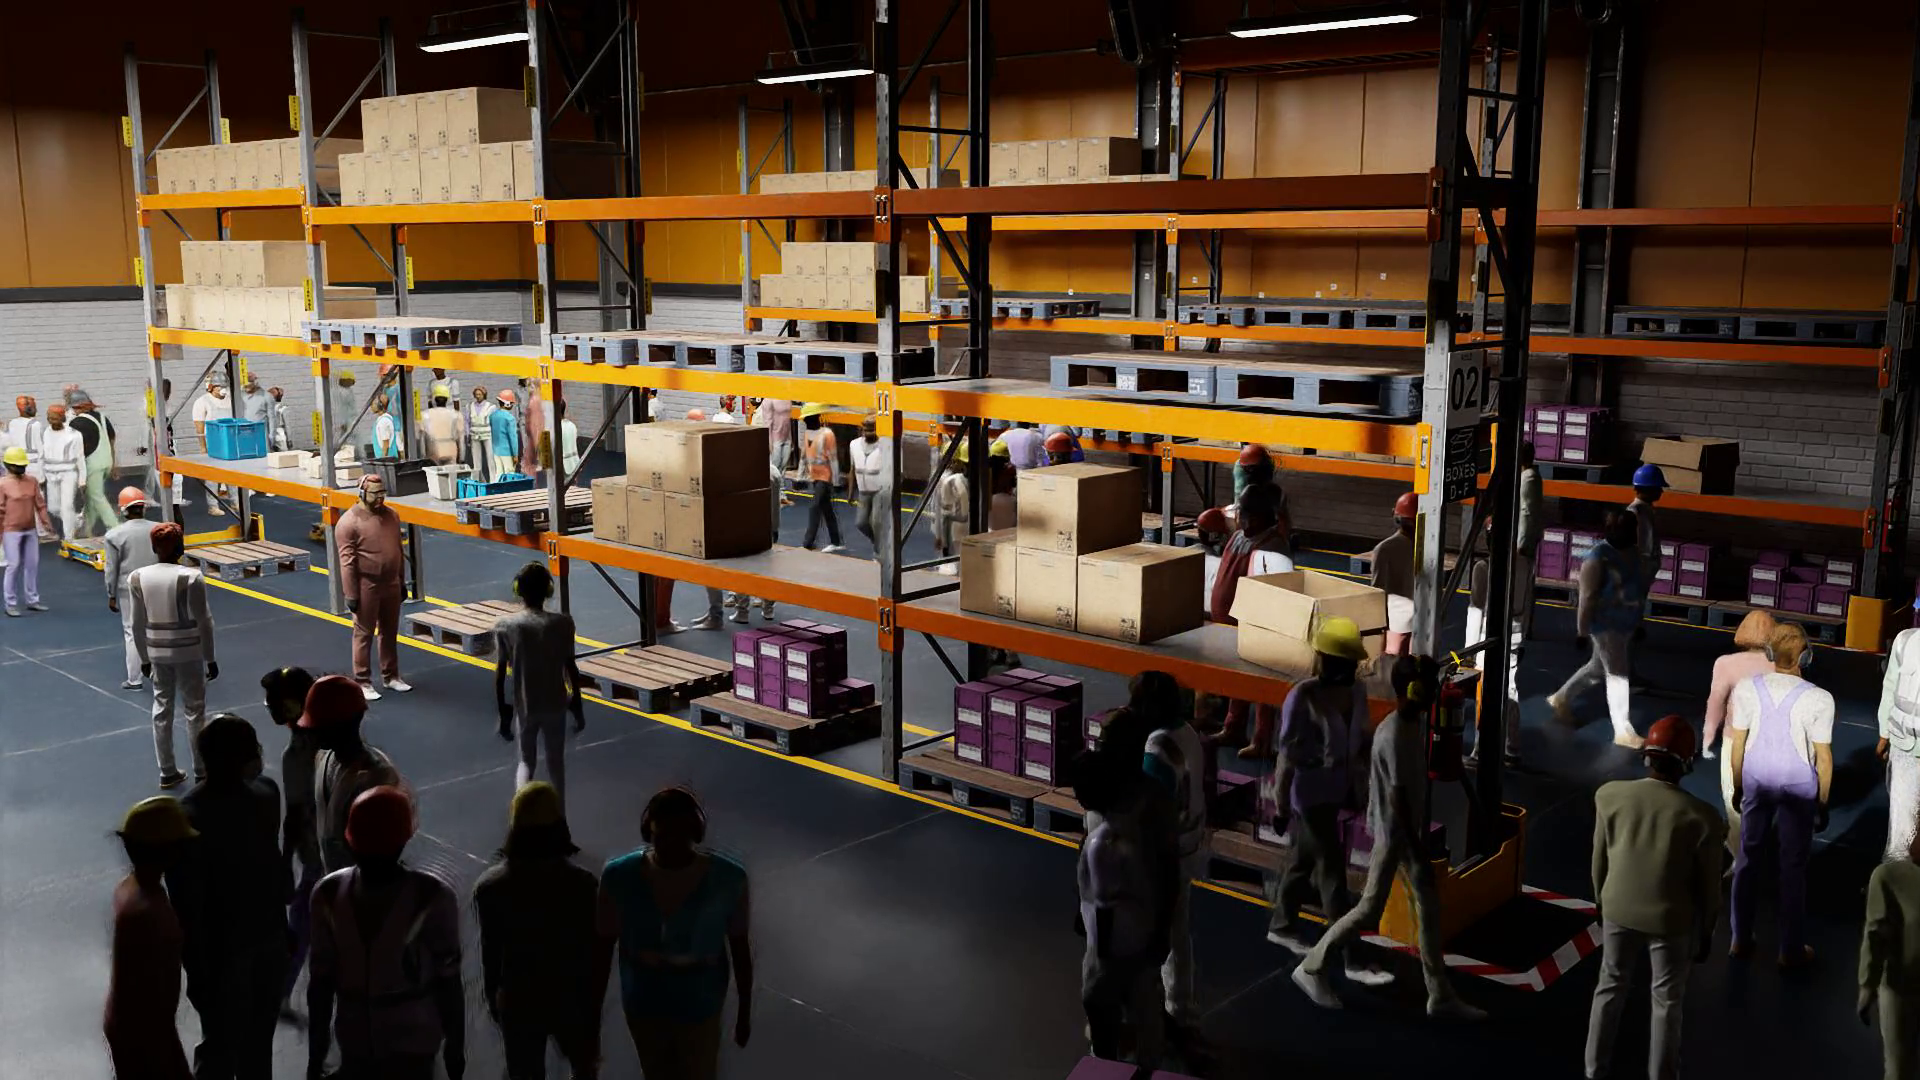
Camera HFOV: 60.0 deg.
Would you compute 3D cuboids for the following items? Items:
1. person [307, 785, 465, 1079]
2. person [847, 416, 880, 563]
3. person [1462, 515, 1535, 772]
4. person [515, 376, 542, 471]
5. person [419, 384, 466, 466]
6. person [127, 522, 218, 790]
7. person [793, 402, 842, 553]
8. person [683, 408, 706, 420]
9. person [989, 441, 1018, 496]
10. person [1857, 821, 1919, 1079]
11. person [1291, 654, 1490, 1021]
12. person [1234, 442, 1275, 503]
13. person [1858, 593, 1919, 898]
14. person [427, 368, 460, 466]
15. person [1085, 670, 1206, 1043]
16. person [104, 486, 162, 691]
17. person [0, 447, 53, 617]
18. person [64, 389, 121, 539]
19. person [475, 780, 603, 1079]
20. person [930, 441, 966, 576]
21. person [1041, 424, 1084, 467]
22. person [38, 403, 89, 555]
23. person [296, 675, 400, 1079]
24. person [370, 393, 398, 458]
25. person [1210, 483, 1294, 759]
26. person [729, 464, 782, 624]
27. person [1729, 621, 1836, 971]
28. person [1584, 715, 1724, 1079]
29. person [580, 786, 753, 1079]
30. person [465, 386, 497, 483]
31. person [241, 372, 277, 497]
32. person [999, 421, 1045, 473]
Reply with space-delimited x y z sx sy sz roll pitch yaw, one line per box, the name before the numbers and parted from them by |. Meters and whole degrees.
person | -2.068 1.778 6.059 0.561 1.902 0.822 1 10 7
person | -1.005 -0.559 19.473 0.614 1.817 0.513 5 11 25
person | 3.875 0.740 11.989 0.577 1.877 0.342 -6 12 -30
person | -7.268 -2.022 28.008 0.490 1.730 0.324 2 10 14
person | -7.051 -1.171 22.673 0.620 1.907 0.426 -4 11 -20
person | -5.438 0.810 11.559 0.574 1.883 0.355 1 10 6
person | -1.809 -0.744 20.324 0.890 1.882 0.589 -7 12 -33
person | -3.314 -0.777 20.888 0.320 1.755 0.559 2 10 12
person | 0.416 -0.169 17.453 0.518 1.757 0.335 6 12 32
person | 3.826 1.825 6.574 0.501 1.623 0.409 5 11 27
person | 2.105 1.449 8.150 0.938 1.825 0.522 5 11 27
person | 3.025 -0.243 17.351 0.371 1.941 0.627 8 13 39
person | 5.490 1.155 9.422 0.384 1.949 0.605 -5 11 -28
person | -8.543 -2.050 27.533 0.609 1.960 0.365 3 11 18
person | 0.842 1.497 7.848 0.636 1.819 0.651 4 11 22
person | -7.007 0.410 14.214 0.350 1.744 0.566 9 14 42
person | -9.613 -0.091 17.016 0.407 1.746 0.573 4 11 20
person | -11.033 -0.966 21.155 0.964 2.000 0.710 1 10 5
person | -1.627 1.782 6.514 0.485 1.731 0.366 -1 10 -3
person | -0.083 -0.119 17.015 0.442 1.810 0.631 1 10 5
person | 1.259 -0.836 20.420 0.535 2.000 0.687 -1 10 -7
person | -11.040 -0.770 20.530 0.624 1.868 0.658 1 10 7
person | -2.685 1.531 7.359 0.544 1.930 0.389 8 13 39
person | -7.647 -1.034 22.090 0.345 1.846 0.508 -3 10 -14
person | 2.123 0.591 12.348 0.538 2.000 0.683 -5 11 -25
person | -2.108 -0.112 16.707 0.640 1.909 0.409 -6 12 -30
person | 4.296 1.330 8.722 0.507 1.847 0.346 9 14 43
person | 3.067 1.628 7.355 0.565 1.740 0.388 8 13 38
person | -1.077 1.807 6.143 0.581 1.798 0.919 1 10 4
person | -7.372 -1.562 25.691 0.520 1.633 0.313 2 10 9
person | -10.625 -1.584 25.066 0.658 1.899 0.396 1 10 3
person | 0.751 -0.693 19.979 0.628 1.909 0.433 4 11 22
